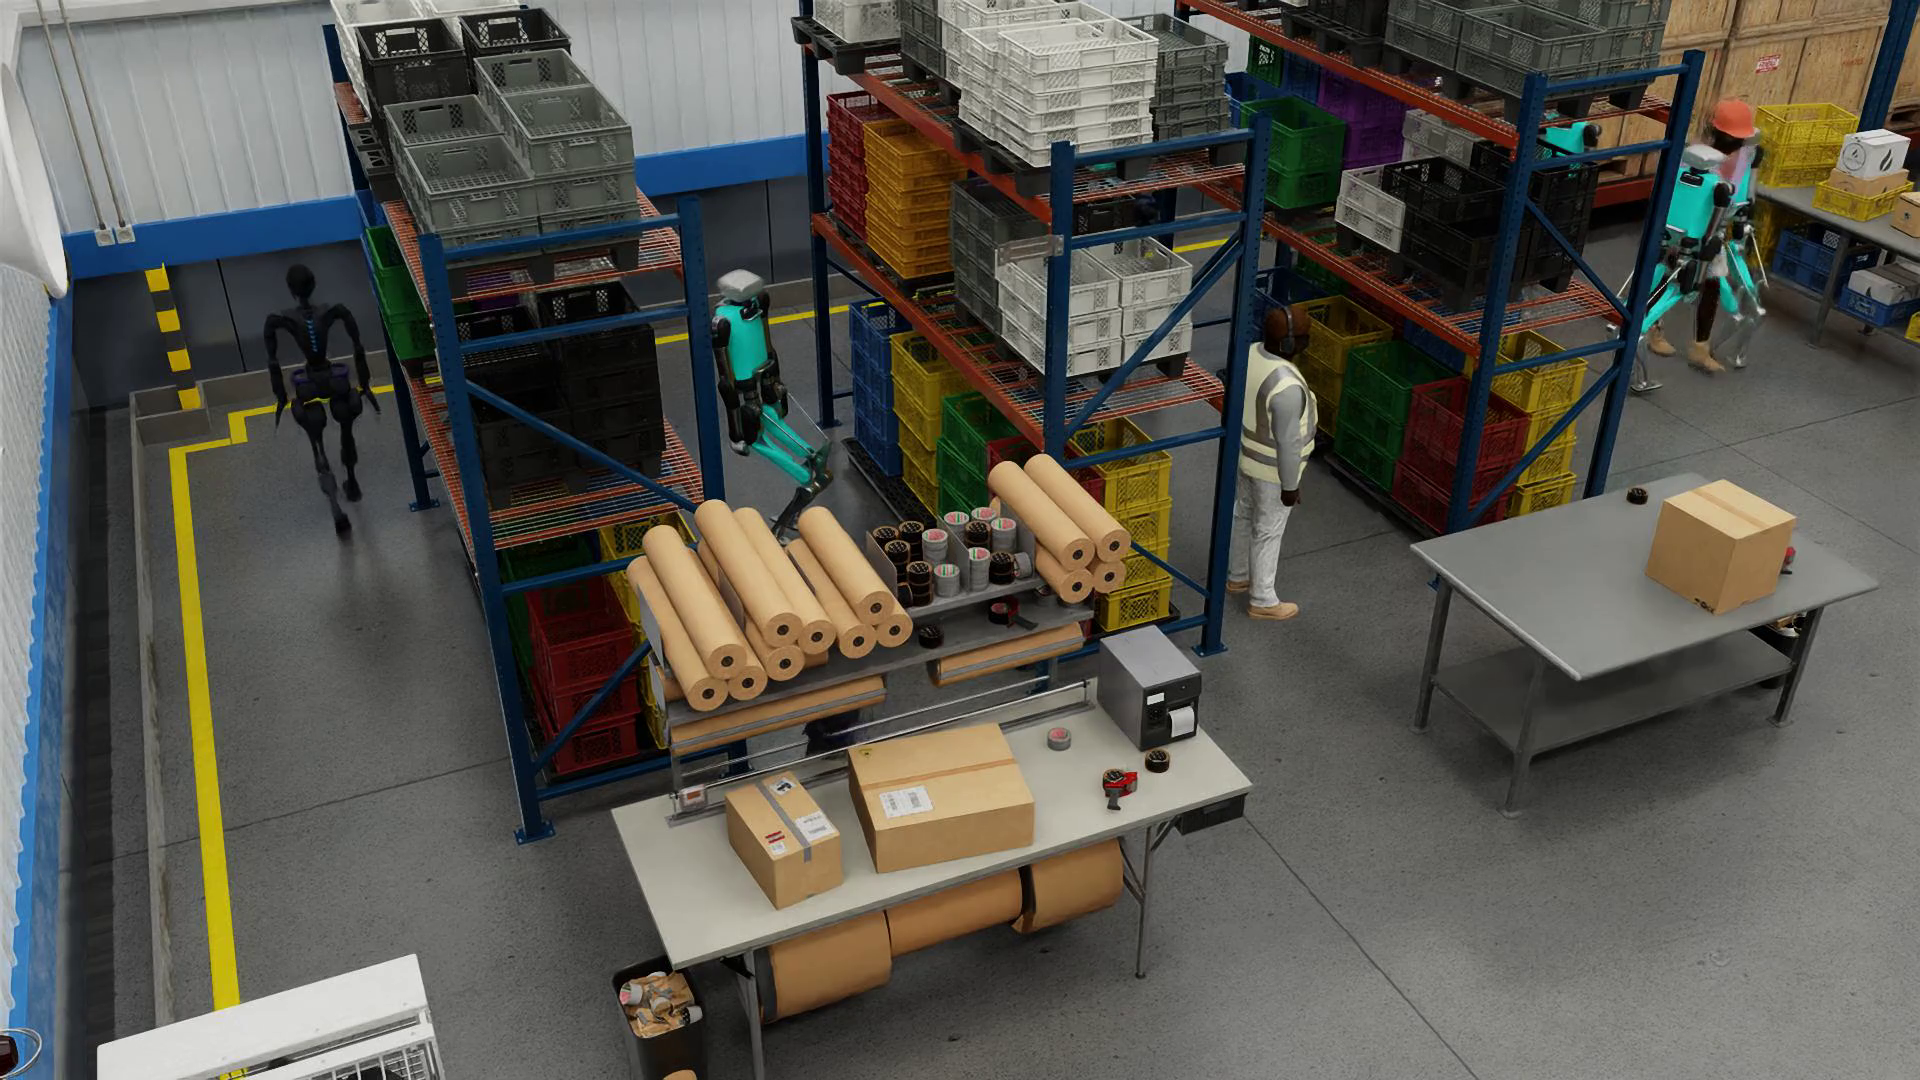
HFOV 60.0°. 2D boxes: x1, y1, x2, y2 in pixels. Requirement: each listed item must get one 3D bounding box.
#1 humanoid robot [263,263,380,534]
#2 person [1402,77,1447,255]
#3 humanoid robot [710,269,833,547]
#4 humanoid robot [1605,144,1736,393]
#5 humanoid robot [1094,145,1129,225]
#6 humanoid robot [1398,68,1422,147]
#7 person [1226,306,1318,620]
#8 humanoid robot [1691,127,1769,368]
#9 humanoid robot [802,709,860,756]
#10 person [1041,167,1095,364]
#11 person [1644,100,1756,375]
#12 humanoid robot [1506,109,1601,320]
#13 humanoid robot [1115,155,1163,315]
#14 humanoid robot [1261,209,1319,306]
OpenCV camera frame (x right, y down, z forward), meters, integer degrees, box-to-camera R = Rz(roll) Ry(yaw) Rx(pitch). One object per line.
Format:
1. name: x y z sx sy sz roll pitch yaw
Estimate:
1. humanoid robot: -3.845 -0.868 10.071 0.606 1.639 0.705 -14 34 -21
2. person: 3.831 -3.310 13.807 0.356 1.884 0.573 -2 32 -3
3. humanoid robot: -1.025 -0.719 9.610 0.735 1.677 0.533 14 34 21
4. humanoid robot: 4.790 -1.836 11.460 0.744 1.690 0.530 -19 37 -28
5. humanoid robot: 0.854 -2.245 12.230 0.836 1.763 0.539 -10 33 -15
6. humanoid robot: 3.713 -3.142 13.744 0.588 1.661 0.387 -7 32 -11
7. person: 1.719 -0.428 9.165 0.429 1.844 0.621 -8 32 -12
8. humanoid robot: 5.558 -2.006 11.865 0.531 1.813 0.797 -13 34 -20
9. humanoid robot: -0.518 0.863 7.233 0.536 1.635 0.610 1 32 1
10. person: 0.649 -2.098 11.905 0.601 1.811 0.441 -20 37 -29
11. person: 5.304 -2.137 11.792 0.641 1.996 0.900 -8 33 -13
12. humanoid robot: 4.320 -2.447 12.498 0.679 1.752 0.544 -23 38 -32
13. humanoid robot: 1.275 -2.438 12.594 0.591 1.656 0.347 -12 34 -18
14. humanoid robot: 2.572 -2.484 12.700 0.517 1.658 0.603 20 37 30
